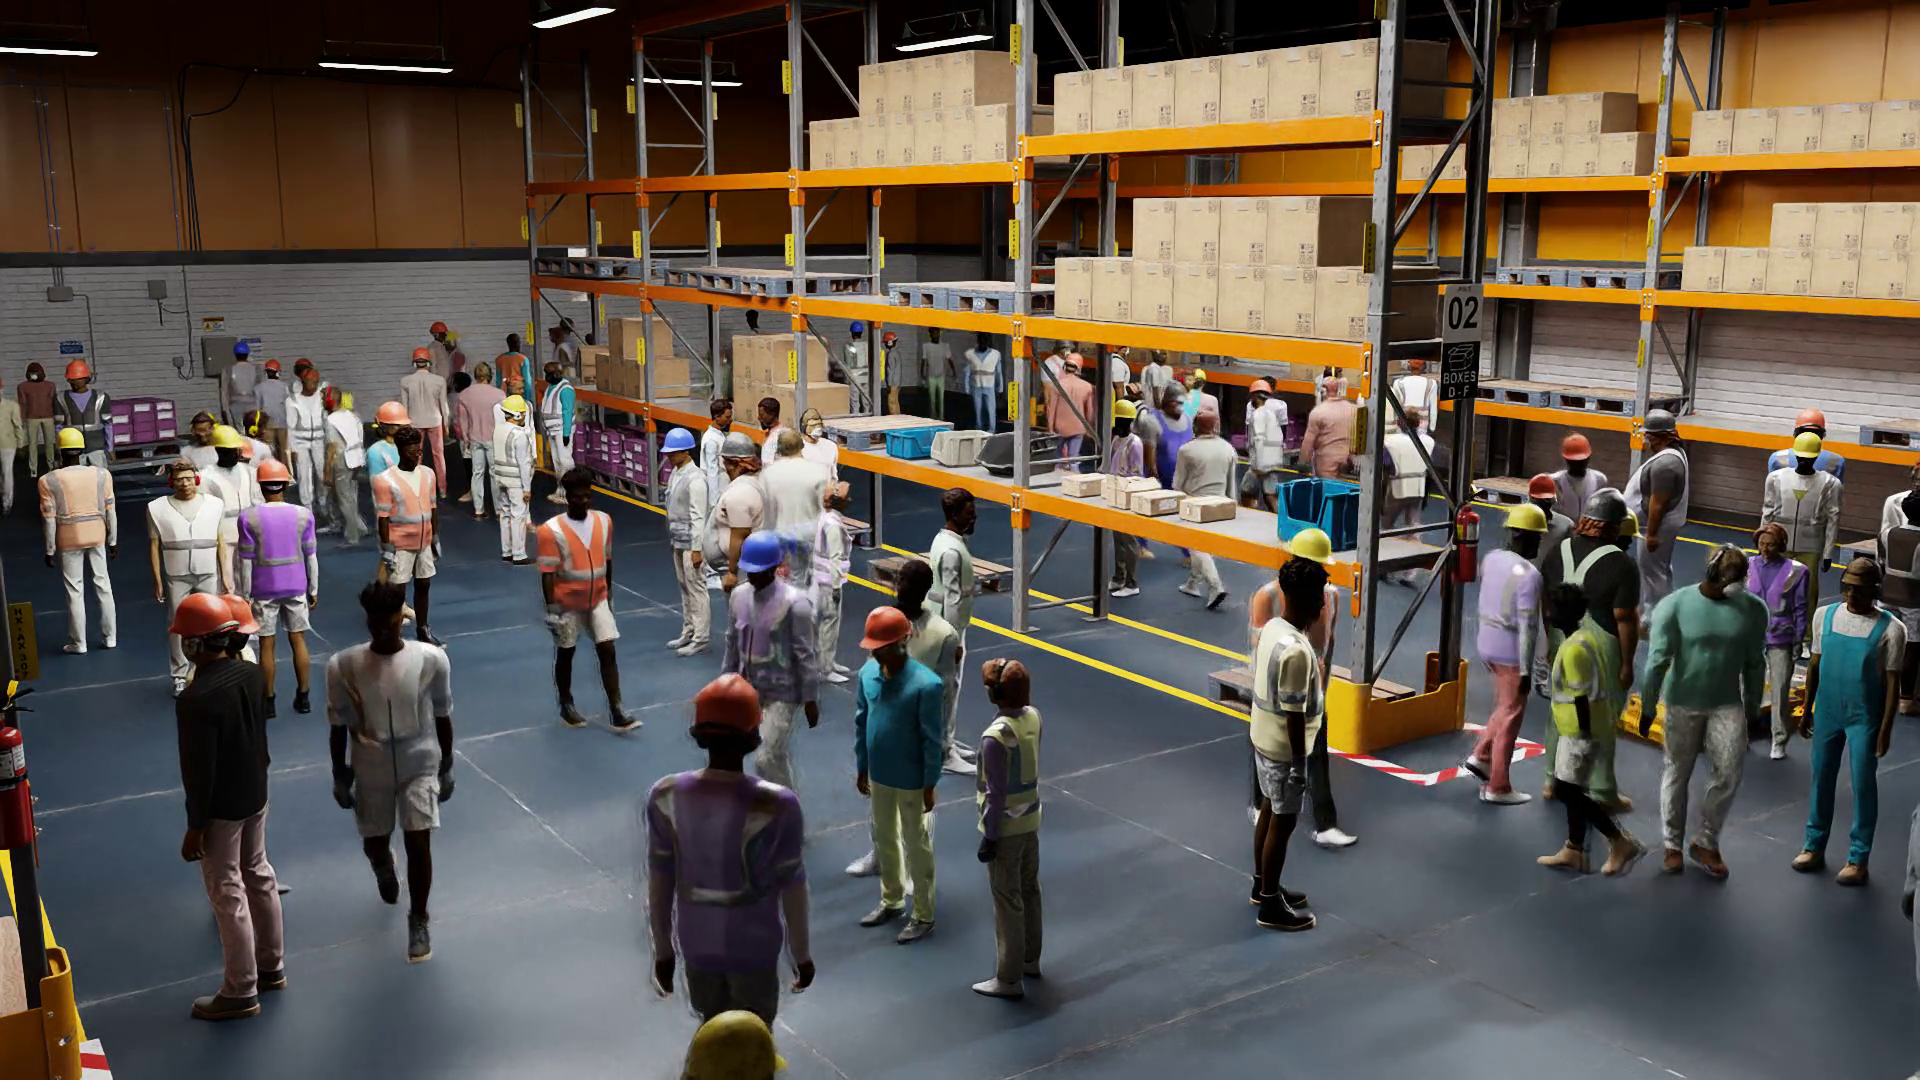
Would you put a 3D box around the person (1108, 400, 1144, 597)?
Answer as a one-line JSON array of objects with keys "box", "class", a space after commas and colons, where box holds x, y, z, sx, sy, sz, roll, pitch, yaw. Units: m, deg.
[{"box": [1.587, -0.409, 16.229, 0.358, 1.930, 0.590, -4, 12, -18], "class": "person"}]

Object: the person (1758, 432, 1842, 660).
[{"box": [7.026, 0.043, 13.953, 0.586, 1.918, 0.395, 7, 13, 34], "class": "person"}]

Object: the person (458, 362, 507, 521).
[{"box": [-5.754, -1.186, 20.186, 0.629, 1.940, 0.379, 2, 11, 12], "class": "person"}]

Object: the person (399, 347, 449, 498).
[{"box": [-7.026, -1.533, 21.852, 0.615, 1.984, 0.408, -3, 11, -15], "class": "person"}]

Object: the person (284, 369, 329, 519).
[{"box": [-7.851, -1.132, 20.098, 0.544, 1.867, 0.484, -8, 14, -35], "class": "person"}]

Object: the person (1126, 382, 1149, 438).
[{"box": [2.203, -1.160, 20.846, 0.313, 1.634, 0.514, -4, 12, -18], "class": "person"}]

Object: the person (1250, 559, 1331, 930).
[{"box": [1.710, 1.054, 8.685, 0.376, 1.958, 0.599, 0, 11, -2], "class": "person"}]

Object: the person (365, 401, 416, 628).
[{"box": [-5.096, -0.239, 15.071, 0.393, 2.041, 0.613, 2, 11, 9], "class": "person"}]

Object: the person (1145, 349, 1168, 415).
[{"box": [2.891, -1.948, 24.354, 0.366, 1.840, 0.511, 0, 11, 2], "class": "person"}]

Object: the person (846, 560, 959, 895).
[{"box": [-0.277, 1.016, 9.071, 0.675, 1.883, 0.367, 8, 14, 35], "class": "person"}]

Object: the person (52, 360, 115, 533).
[{"box": [-10.178, -1.078, 19.369, 0.609, 2.040, 0.394, -6, 12, -27], "class": "person"}]

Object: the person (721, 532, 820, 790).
[{"box": [-1.172, 0.894, 9.586, 0.652, 1.912, 0.710, 9, 14, 39], "class": "person"}]

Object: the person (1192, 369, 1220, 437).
[{"box": [3.077, -1.331, 21.454, 0.540, 1.735, 0.780, 4, 12, 18], "class": "person"}]

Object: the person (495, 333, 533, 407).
[{"box": [-6.791, -2.172, 25.341, 0.602, 1.929, 0.383, 4, 12, 21], "class": "person"}]

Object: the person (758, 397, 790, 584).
[{"box": [-1.824, -0.481, 16.668, 0.396, 1.908, 0.599, -3, 11, -15], "class": "person"}]

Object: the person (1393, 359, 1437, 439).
[{"box": [5.982, -1.501, 21.936, 0.586, 1.882, 0.343, 3, 11, 14], "class": "person"}]

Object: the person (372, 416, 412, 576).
[{"box": [-5.809, -0.472, 17.071, 0.356, 1.734, 0.483, -9, 14, -40], "class": "person"}]

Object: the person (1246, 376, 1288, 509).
[{"box": [3.866, -1.223, 20.989, 0.531, 1.698, 0.320, 2, 11, 9], "class": "person"}]

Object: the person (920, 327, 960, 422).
[{"box": [-0.334, -2.768, 28.583, 0.656, 1.835, 0.670, -3, 11, -14], "class": "person"}]

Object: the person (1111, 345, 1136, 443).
[{"box": [2.316, -2.004, 24.108, 0.535, 2.000, 0.681, -1, 11, -7], "class": "person"}]

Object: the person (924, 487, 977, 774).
[{"box": [-0.066, 0.593, 11.129, 0.397, 1.919, 0.590, -1, 11, -3], "class": "person"}]

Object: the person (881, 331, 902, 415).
[{"box": [-1.170, -2.680, 28.351, 0.354, 1.737, 0.574, 1, 11, 8], "class": "person"}]

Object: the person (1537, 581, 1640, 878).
[{"box": [3.501, 1.069, 9.309, 0.532, 1.669, 0.556, 5, 12, 23], "class": "person"}]

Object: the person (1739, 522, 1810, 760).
[{"box": [5.528, 0.680, 11.431, 0.525, 1.631, 0.313, 8, 13, 35], "class": "person"}]

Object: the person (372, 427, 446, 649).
[{"box": [-4.631, 0.012, 14.015, 0.385, 1.957, 0.603, 7, 13, 31], "class": "person"}]

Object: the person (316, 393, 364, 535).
[{"box": [-7.139, -0.863, 19.146, 0.644, 1.696, 0.366, 3, 12, 16], "class": "person"}]

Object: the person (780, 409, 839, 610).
[{"box": [-1.367, -0.256, 15.445, 0.651, 1.934, 0.380, -10, 15, -42], "class": "person"}]

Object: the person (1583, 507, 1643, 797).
[{"box": [4.036, 0.724, 10.485, 0.394, 1.913, 0.591, -2, 11, -13], "class": "person"}]

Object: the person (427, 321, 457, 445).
[{"box": [-8.417, -2.540, 26.965, 0.381, 1.996, 0.608, 0, 11, 0], "class": "person"}]

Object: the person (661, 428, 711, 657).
[{"box": [-2.309, 0.012, 14.060, 0.414, 1.940, 0.606, -6, 12, -27], "class": "person"}]

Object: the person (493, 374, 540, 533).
[{"box": [-5.149, -0.985, 19.309, 0.350, 1.880, 0.576, 7, 13, 31], "class": "person"}]

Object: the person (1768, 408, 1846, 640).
[{"box": [7.380, -0.141, 14.602, 0.609, 2.035, 0.417, 5, 12, 23], "class": "person"}]

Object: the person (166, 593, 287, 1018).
[{"box": [-3.422, 1.221, 7.721, 0.394, 1.992, 0.622, 1, 11, 6], "class": "person"}]

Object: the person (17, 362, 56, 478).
[{"box": [-13.081, -1.710, 23.648, 0.503, 1.631, 0.282, -9, 14, -38], "class": "person"}]

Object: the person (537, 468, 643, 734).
[{"box": [-2.641, 0.452, 11.812, 0.641, 1.923, 0.935, -10, 15, -41], "class": "person"}]

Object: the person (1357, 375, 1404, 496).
[{"box": [5.171, -1.231, 20.663, 0.620, 1.845, 0.429, -2, 11, -12], "class": "person"}]

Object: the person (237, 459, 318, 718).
[{"box": [-5.052, 0.357, 12.335, 0.550, 1.925, 0.392, -8, 14, -35], "class": "person"}]

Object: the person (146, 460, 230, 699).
[{"box": [-5.956, 0.287, 12.884, 0.565, 1.846, 0.390, -8, 14, -36], "class": "person"}]

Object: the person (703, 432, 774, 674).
[{"box": [-1.741, 0.162, 13.024, 0.536, 2.000, 0.672, 2, 11, 11], "class": "person"}]

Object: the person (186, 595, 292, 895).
[{"box": [-3.828, 1.136, 8.823, 0.354, 1.737, 0.574, 1, 11, 3], "class": "person"}]

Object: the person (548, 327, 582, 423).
[{"box": [-6.904, -2.759, 28.650, 0.779, 1.795, 0.606, -5, 12, -25], "class": "person"}]

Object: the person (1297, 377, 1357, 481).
[{"box": [4.118, -0.925, 19.002, 0.679, 1.868, 0.905, -7, 13, -31], "class": "person"}]

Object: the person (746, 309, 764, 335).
[{"box": [-3.807, -3.310, 30.990, 0.370, 1.963, 0.608, 2, 11, 8], "class": "person"}]

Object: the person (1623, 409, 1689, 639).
[{"box": [6.096, -0.155, 14.644, 0.536, 2.000, 0.680, 6, 13, 30], "class": "person"}]

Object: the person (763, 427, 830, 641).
[{"box": [-1.358, -0.028, 14.328, 0.658, 1.911, 0.475, 4, 12, 21], "class": "person"}]
